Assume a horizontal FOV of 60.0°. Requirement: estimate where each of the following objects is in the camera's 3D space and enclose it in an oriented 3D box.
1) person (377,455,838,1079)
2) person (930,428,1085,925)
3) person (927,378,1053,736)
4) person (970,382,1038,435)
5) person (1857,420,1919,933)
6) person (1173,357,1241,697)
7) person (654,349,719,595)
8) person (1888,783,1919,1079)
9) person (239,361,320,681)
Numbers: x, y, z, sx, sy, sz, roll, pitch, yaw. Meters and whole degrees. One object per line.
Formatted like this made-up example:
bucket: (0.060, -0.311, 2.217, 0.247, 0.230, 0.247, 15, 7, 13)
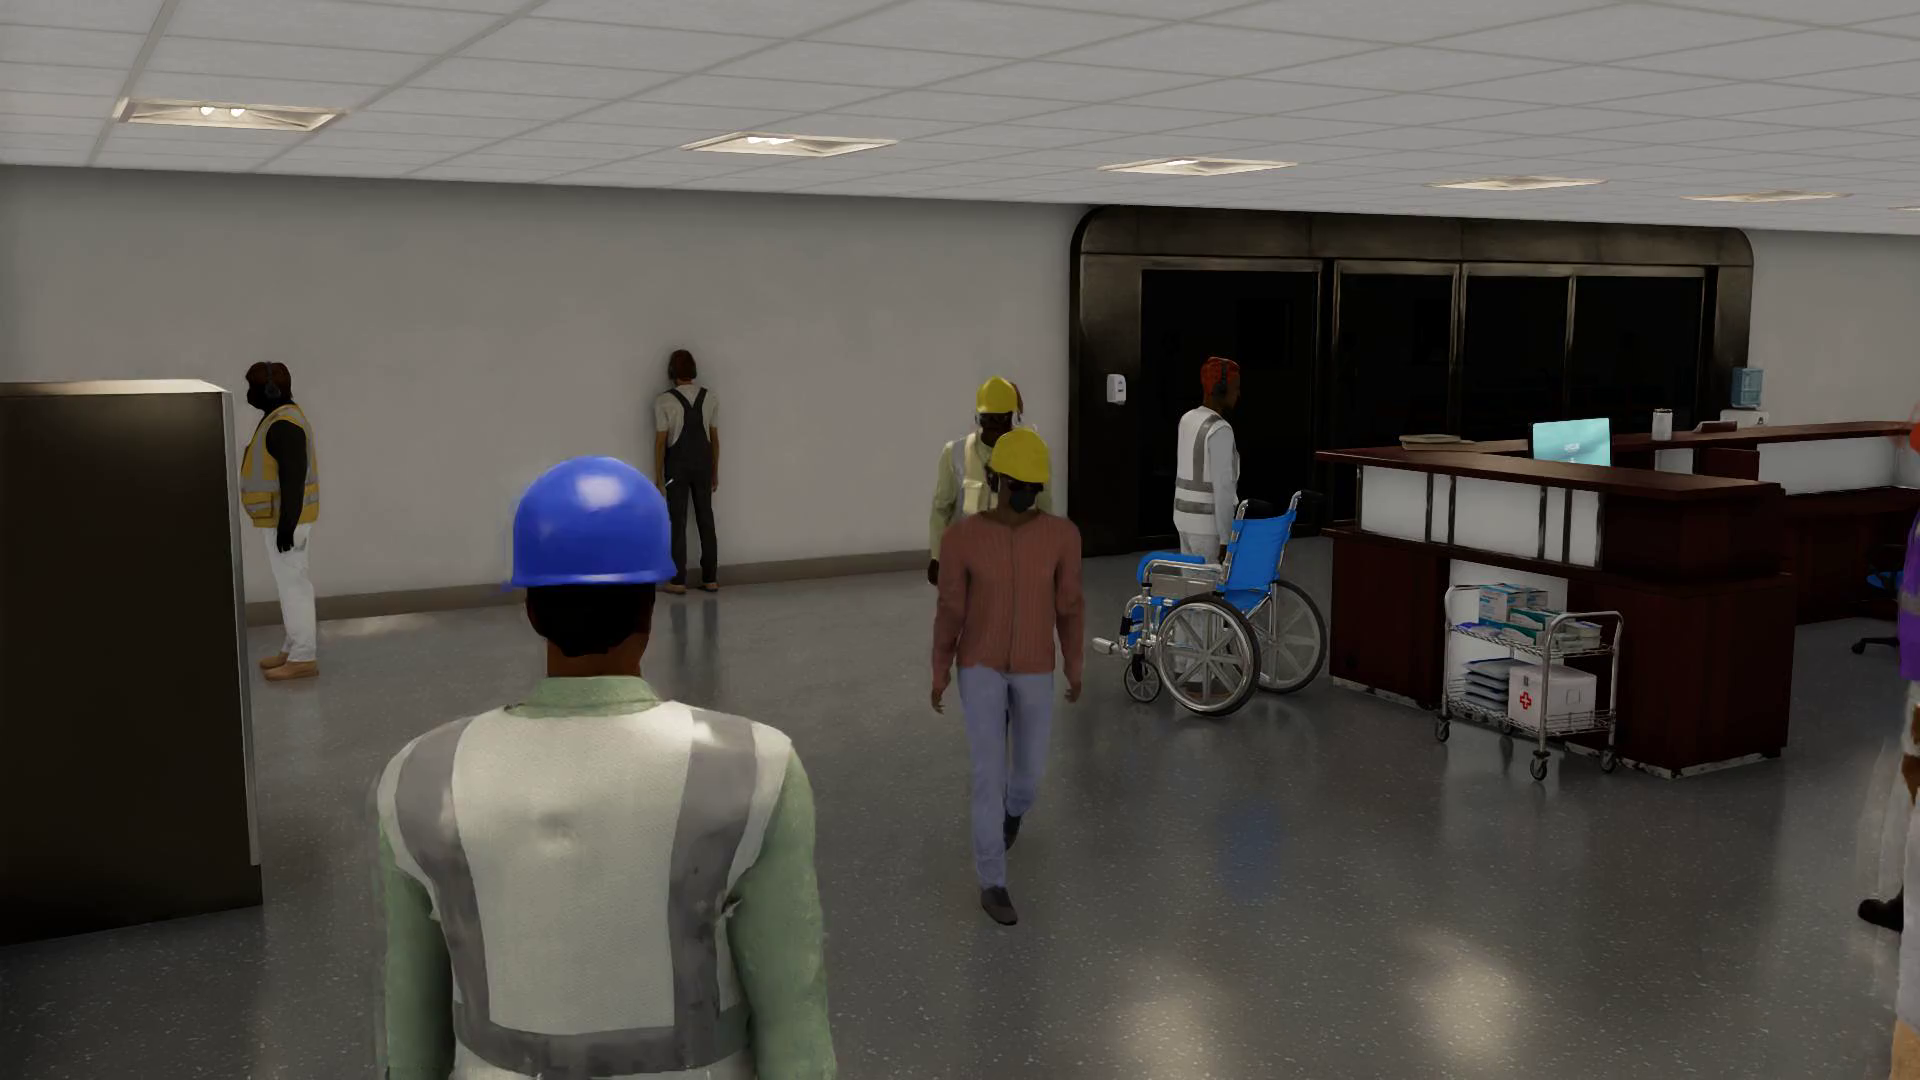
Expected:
person: (-0.483, 0.843, 2.359, 0.652, 1.925, 0.571, 0, 8, 3)
person: (0.158, 0.438, 6.041, 0.559, 1.732, 0.748, -2, 8, -11)
person: (0.153, 0.072, 8.469, 0.608, 1.780, 0.945, 1, 8, 10)
person: (0.315, -0.325, 11.939, 0.506, 1.628, 0.286, -1, 8, -4)
person: (3.230, 0.442, 5.423, 0.395, 1.893, 0.668, 3, 8, 22)
person: (1.363, -0.066, 9.159, 0.355, 1.879, 0.583, -2, 8, -13)
person: (-2.044, -0.503, 12.464, 0.506, 1.841, 0.344, -5, 9, -30)
person: (1.923, 0.839, 3.182, 0.564, 1.717, 0.858, -7, 10, -40)
person: (-3.932, -0.114, 9.632, 0.429, 1.839, 0.633, -4, 9, -25)
